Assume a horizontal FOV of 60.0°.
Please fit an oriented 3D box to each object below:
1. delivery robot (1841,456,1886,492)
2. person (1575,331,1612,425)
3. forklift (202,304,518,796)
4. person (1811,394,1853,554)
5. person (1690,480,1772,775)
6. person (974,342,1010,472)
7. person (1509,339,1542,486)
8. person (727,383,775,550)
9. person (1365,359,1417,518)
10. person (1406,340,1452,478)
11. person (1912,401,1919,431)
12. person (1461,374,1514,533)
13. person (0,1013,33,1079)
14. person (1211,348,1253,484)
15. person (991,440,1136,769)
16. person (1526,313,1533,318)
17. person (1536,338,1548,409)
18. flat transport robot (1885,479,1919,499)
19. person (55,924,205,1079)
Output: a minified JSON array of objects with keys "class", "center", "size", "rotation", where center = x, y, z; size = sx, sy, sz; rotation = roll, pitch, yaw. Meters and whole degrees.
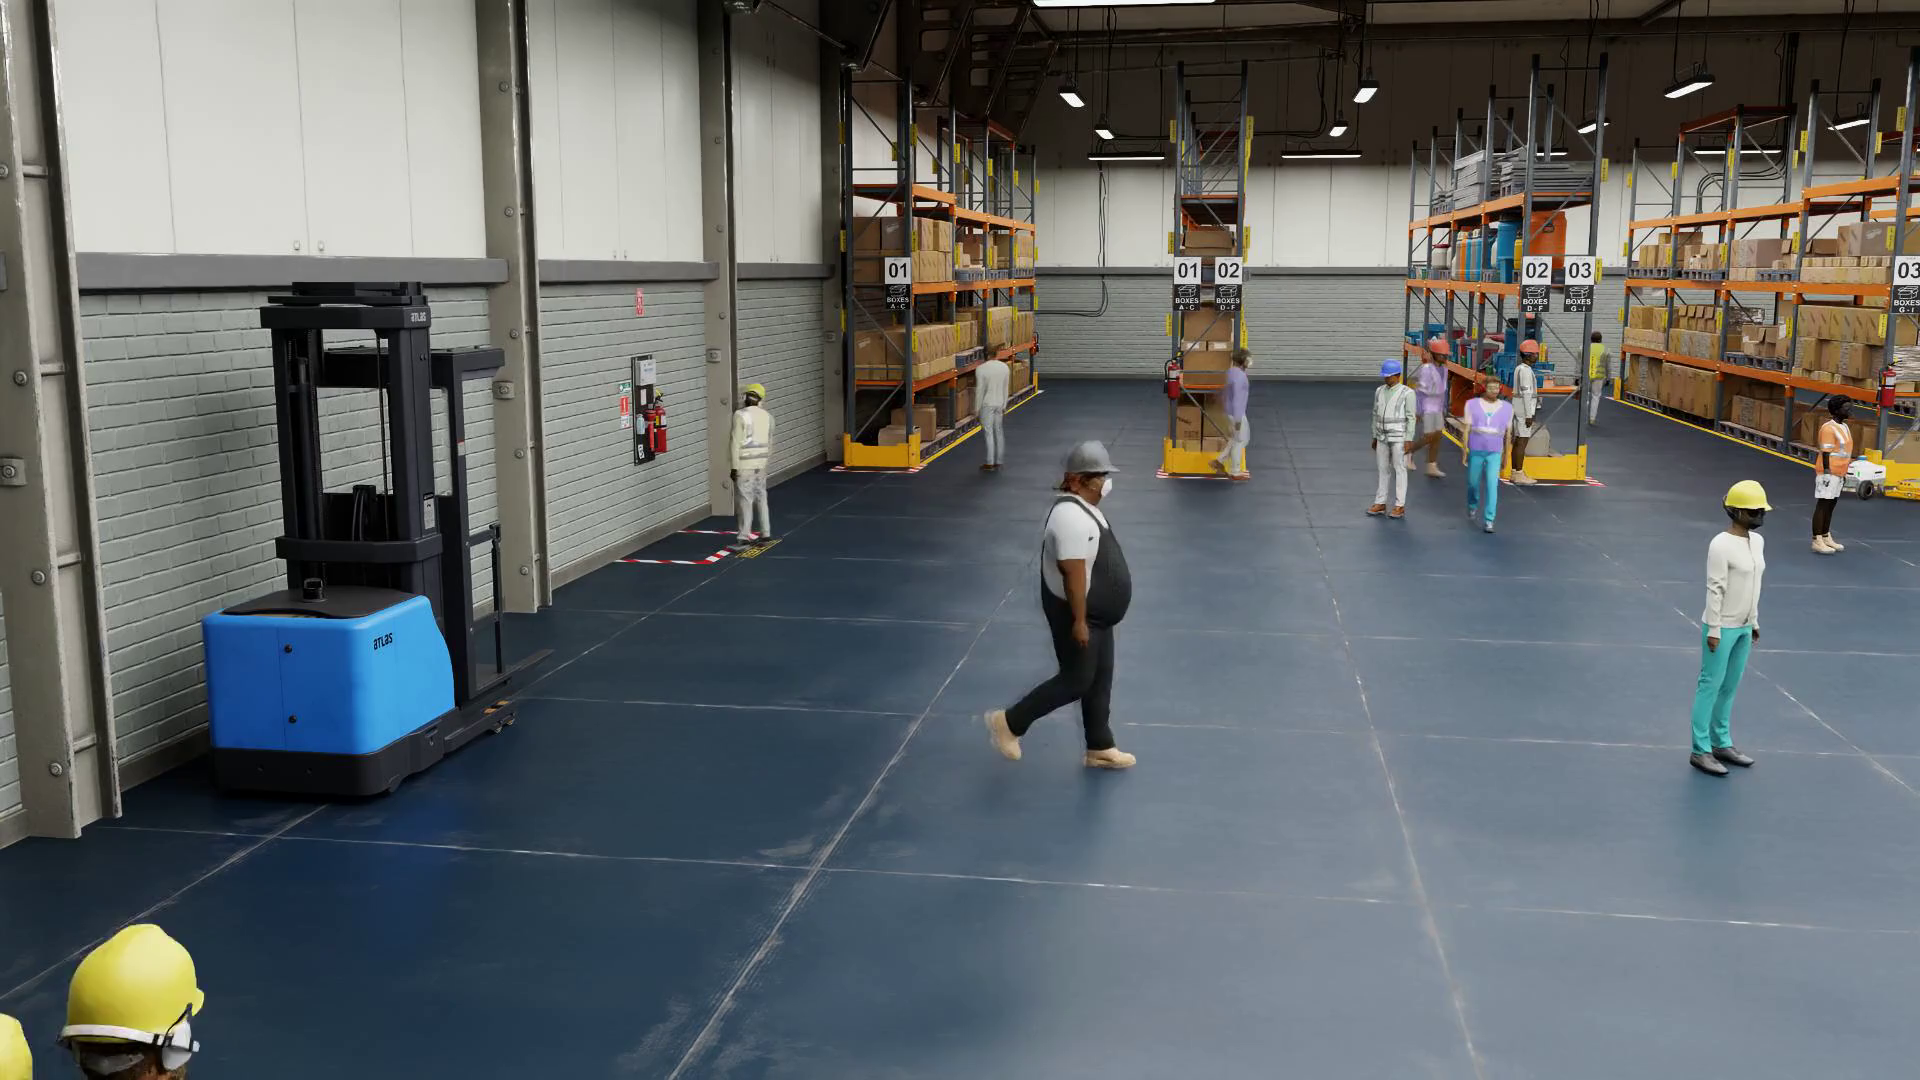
[{"class":"delivery robot","center":[12.042,-0.882,22.219],"size":[0.707,0.478,0.477],"rotation":[-6,11,-33]},{"class":"person","center":[12.471,-3.195,32.738],"size":[0.658,1.820,0.670],"rotation":[4,10,22]},{"class":"forklift","center":[-3.673,-0.038,10.147],"size":[1.129,2.768,1.873],"rotation":[1,9,9]},{"class":"person","center":[9.355,-0.714,17.821],"size":[0.531,1.698,0.320],"rotation":[-9,13,-43]},{"class":"person","center":[4.675,0.515,10.033],"size":[0.526,1.768,0.331],"rotation":[-7,11,-36]},{"class":"person","center":[0.470,-2.013,25.094],"size":[0.634,1.938,0.360],"rotation":[-8,12,-41]},{"class":"person","center":[7.984,-1.804,23.473],"size":[0.366,2.047,0.608],"rotation":[1,9,8]},{"class":"person","center":[-2.322,-0.801,18.129],"size":[0.407,1.786,0.716],"rotation":[7,11,35]},{"class":"person","center":[5.293,-1.250,20.398],"size":[0.416,1.935,0.605],"rotation":[-7,11,-35]},{"class":"person","center":[6.841,-1.916,24.247],"size":[0.644,2.018,0.651],"rotation":[-9,13,-43]},{"class":"person","center":[16.659,-2.434,28.628],"size":[0.507,1.631,0.266],"rotation":[1,9,4]},{"class":"person","center":[6.150,-1.036,19.440],"size":[0.572,1.822,0.812],"rotation":[2,10,15]},{"class":"person","center":[-1.850,1.685,3.023],"size":[0.582,1.687,0.922],"rotation":[9,13,44]},{"class":"person","center":[3.923,-1.769,23.631],"size":[0.498,1.923,0.649],"rotation":[1,9,4]},{"class":"person","center":[0.645,0.406,9.992],"size":[0.774,2.000,0.693],"rotation":[2,10,15]},{"class":"person","center":[13.798,-4.520,40.433],"size":[0.622,1.987,0.412],"rotation":[-3,10,-18]},{"class":"person","center":[12.565,-3.683,36.316],"size":[0.510,1.641,0.308],"rotation":[7,12,38]},{"class":"flat transport robot","center":[13.096,-0.693,22.213],"size":[1.431,0.197,0.652],"rotation":[-5,11,-30]},{"class":"person","center":[-1.569,1.614,3.230],"size":[0.605,1.780,0.964],"rotation":[-1,9,-4]}]
